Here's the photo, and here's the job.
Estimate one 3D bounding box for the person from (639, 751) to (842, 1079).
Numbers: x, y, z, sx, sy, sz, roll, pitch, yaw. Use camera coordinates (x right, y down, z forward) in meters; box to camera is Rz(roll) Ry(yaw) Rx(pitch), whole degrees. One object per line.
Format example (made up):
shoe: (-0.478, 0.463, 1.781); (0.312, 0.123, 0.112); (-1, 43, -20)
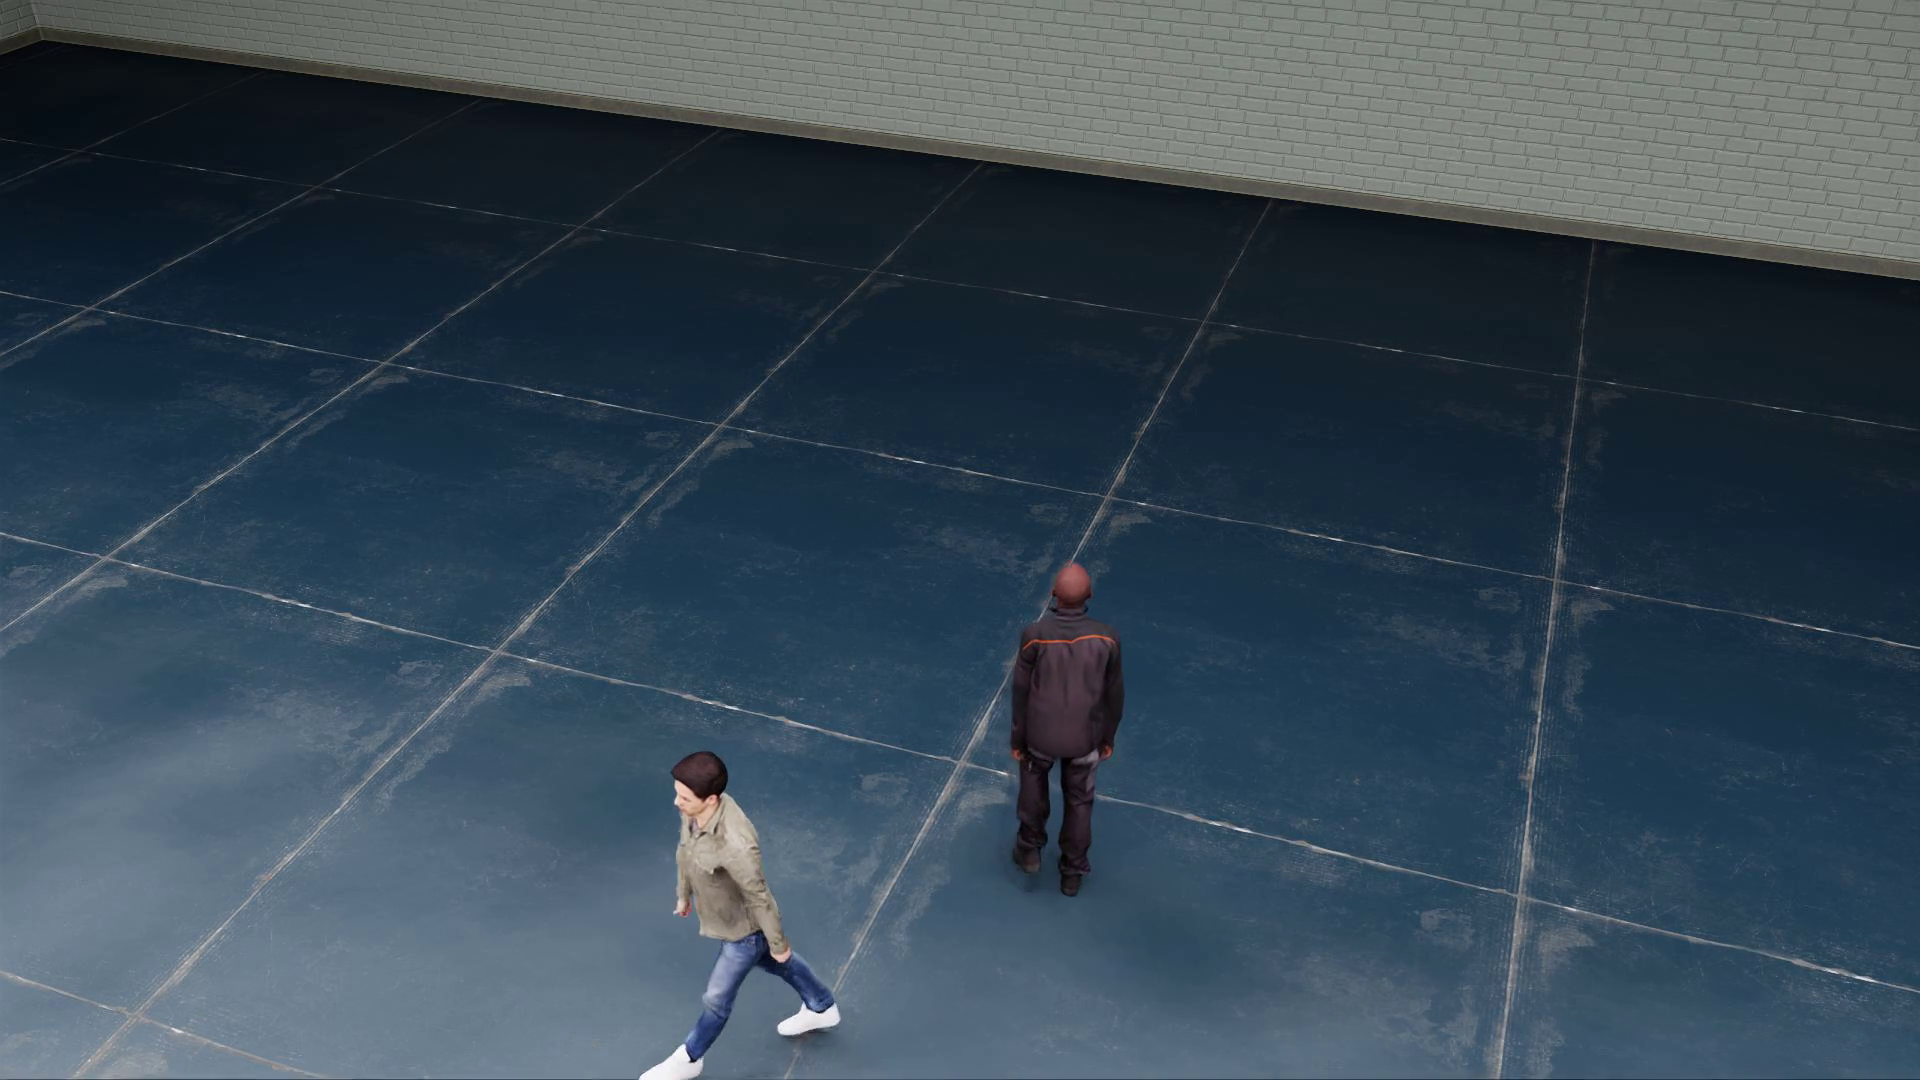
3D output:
person: (-0.852, 1.572, 7.042); (1.270, 1.825, 1.191); (-14, 36, -21)

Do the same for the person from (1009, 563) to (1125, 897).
person: (0.494, 0.952, 8.012); (0.811, 1.806, 0.821); (0, 33, 1)
